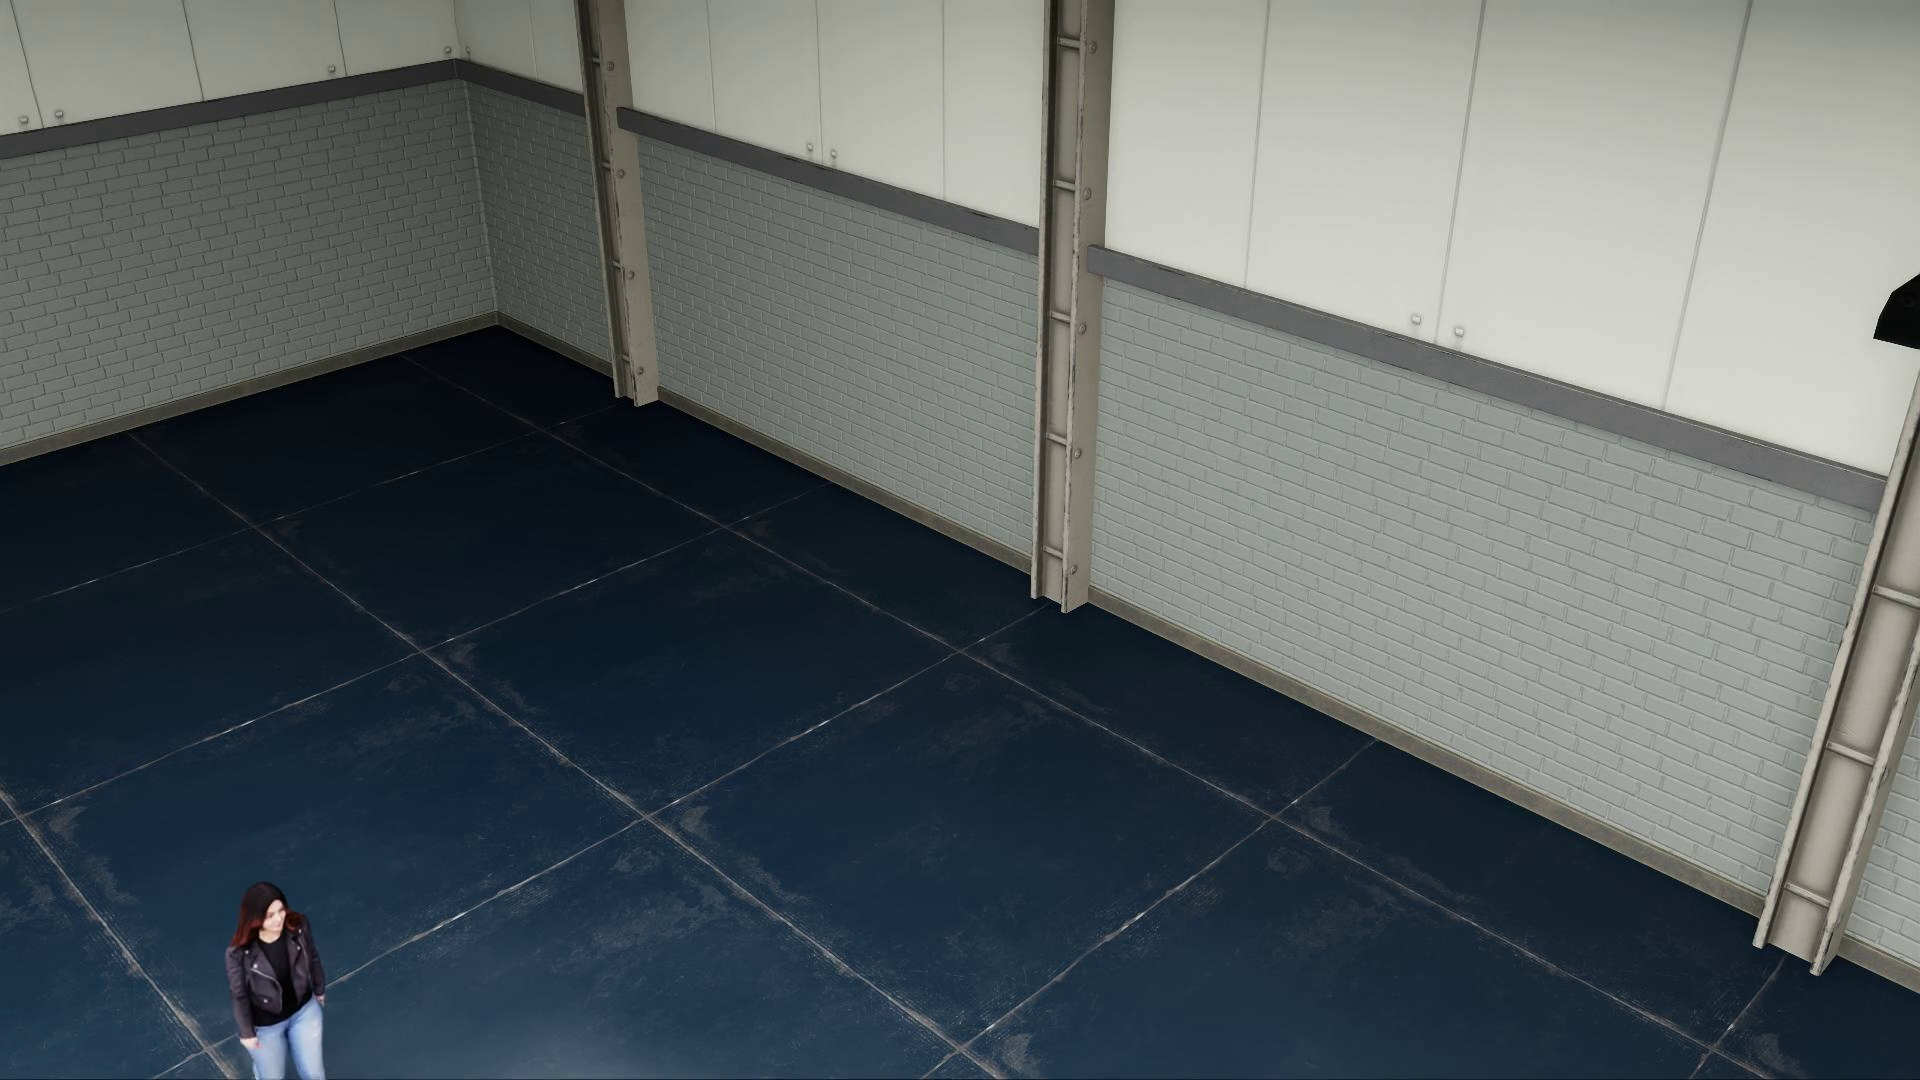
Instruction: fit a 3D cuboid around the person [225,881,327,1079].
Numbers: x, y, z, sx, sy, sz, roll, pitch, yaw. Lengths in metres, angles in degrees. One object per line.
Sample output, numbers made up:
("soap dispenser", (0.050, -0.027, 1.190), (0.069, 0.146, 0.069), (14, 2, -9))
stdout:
("person", (-3.508, 2.407, 8.521), (0.638, 1.611, 0.889), (-24, 36, -38))
